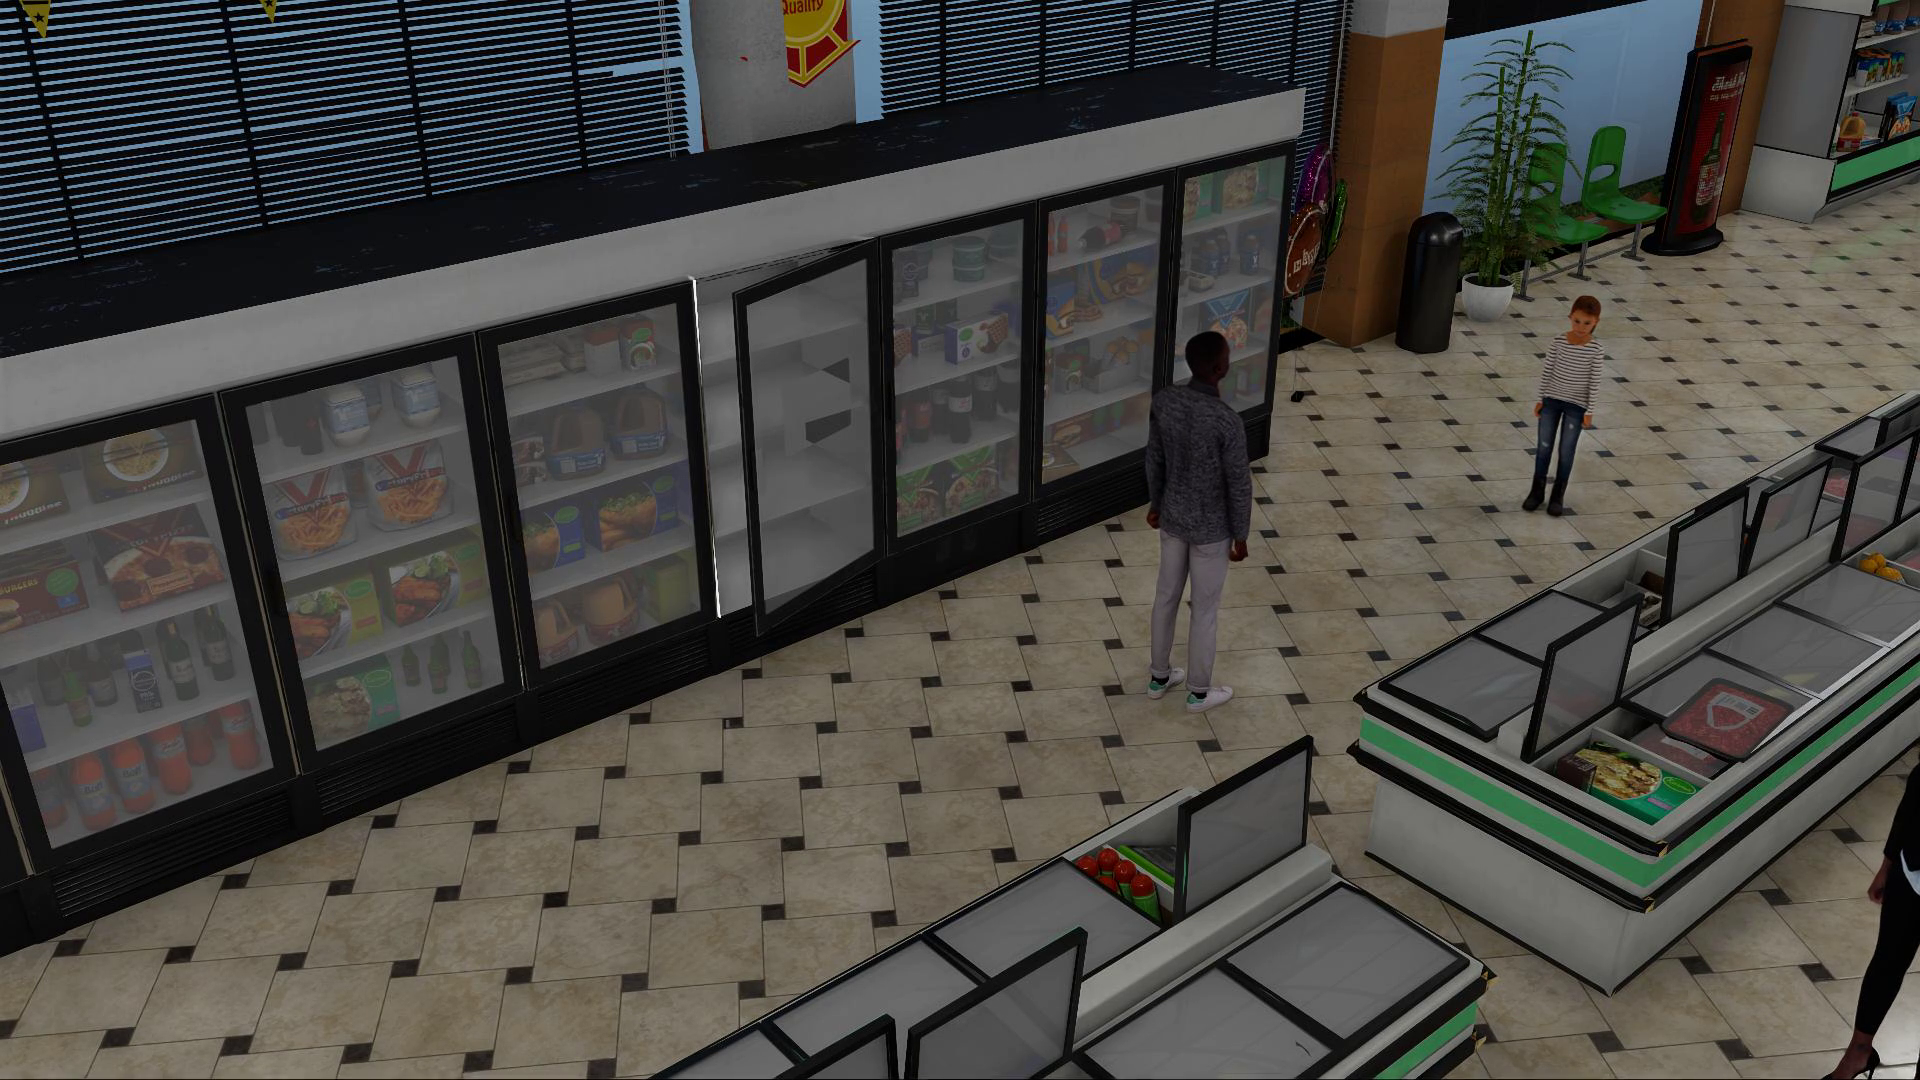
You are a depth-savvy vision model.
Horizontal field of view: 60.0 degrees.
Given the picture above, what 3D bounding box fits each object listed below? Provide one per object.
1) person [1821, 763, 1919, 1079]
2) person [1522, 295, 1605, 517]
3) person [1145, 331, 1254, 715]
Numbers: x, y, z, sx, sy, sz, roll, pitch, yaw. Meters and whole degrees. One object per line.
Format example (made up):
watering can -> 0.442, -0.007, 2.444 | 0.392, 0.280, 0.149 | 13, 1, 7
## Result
person -> 3.097, 1.126, 5.219 | 0.624, 1.834, 0.652 | -10, 29, -19
person -> 3.483, -0.781, 9.557 | 0.533, 1.311, 0.562 | 17, 31, 29
person -> 1.063, -0.077, 7.588 | 0.719, 1.838, 0.573 | 23, 35, 38
